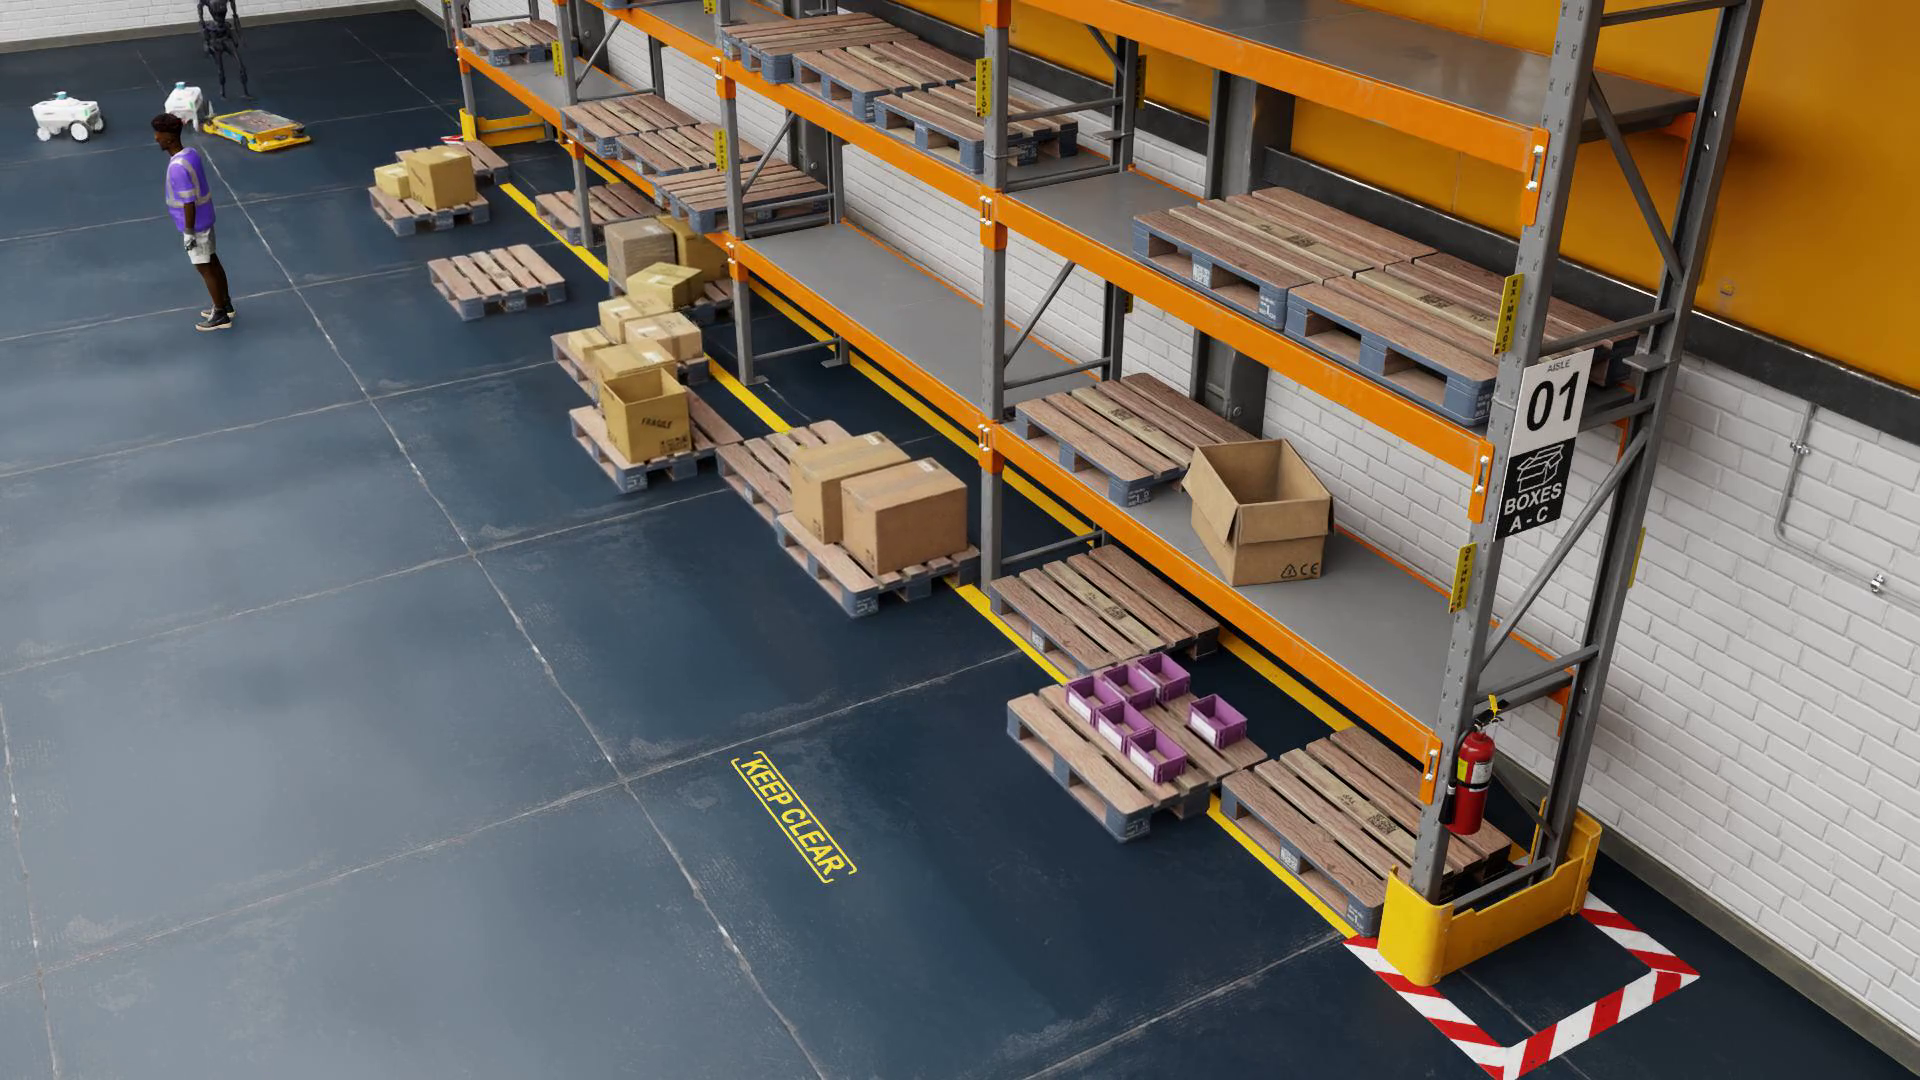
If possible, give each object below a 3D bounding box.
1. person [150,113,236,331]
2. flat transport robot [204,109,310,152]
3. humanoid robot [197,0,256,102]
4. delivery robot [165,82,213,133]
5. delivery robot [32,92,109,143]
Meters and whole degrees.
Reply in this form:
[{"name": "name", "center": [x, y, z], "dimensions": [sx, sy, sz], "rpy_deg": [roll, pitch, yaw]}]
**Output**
[{"name": "person", "center": [-6.896, -2.862, 14.964], "dimensions": [0.362, 1.963, 0.611], "rpy_deg": [-6, 30, -10]}, {"name": "flat transport robot", "center": [-8.728, -5.088, 20.615], "dimensions": [1.431, 0.231, 0.659], "rpy_deg": [24, 37, 36]}, {"name": "humanoid robot", "center": [-9.699, -6.592, 21.842], "dimensions": [0.452, 1.636, 0.590], "rpy_deg": [21, 35, 32]}, {"name": "delivery robot", "center": [-9.784, -5.474, 21.021], "dimensions": [0.499, 0.610, 0.814], "rpy_deg": [-7, 30, -12]}, {"name": "delivery robot", "center": [-11.039, -5.241, 20.586], "dimensions": [0.789, 0.587, 0.499], "rpy_deg": [1, 30, 1]}]
